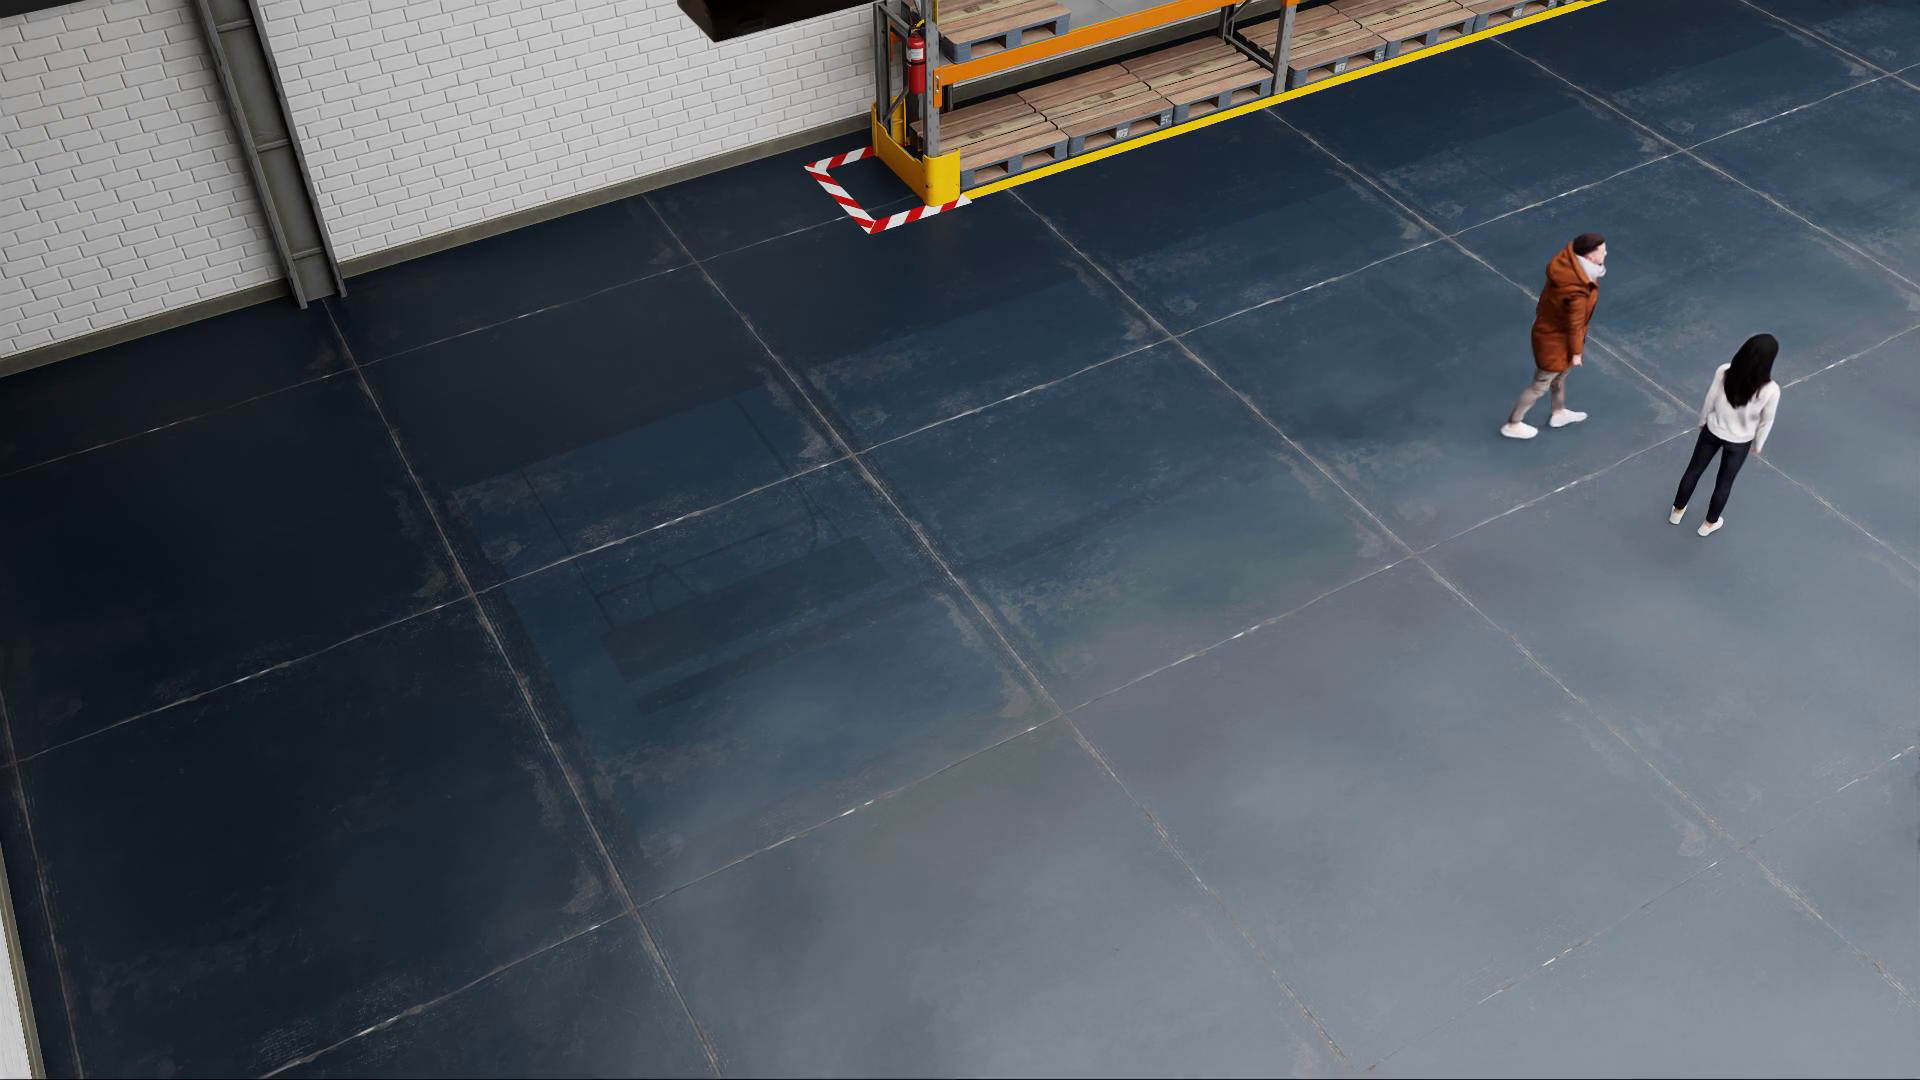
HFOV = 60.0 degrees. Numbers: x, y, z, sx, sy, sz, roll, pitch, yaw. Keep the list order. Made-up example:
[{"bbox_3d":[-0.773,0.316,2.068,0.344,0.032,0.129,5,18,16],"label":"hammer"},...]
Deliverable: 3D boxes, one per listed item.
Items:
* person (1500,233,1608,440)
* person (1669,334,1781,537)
[{"bbox_3d":[4.326,-1.481,12.308,1.073,1.813,0.981,2,44,3],"label":"person"},{"bbox_3d":[5.360,-0.742,11.614,0.693,1.701,0.683,29,51,27],"label":"person"}]
